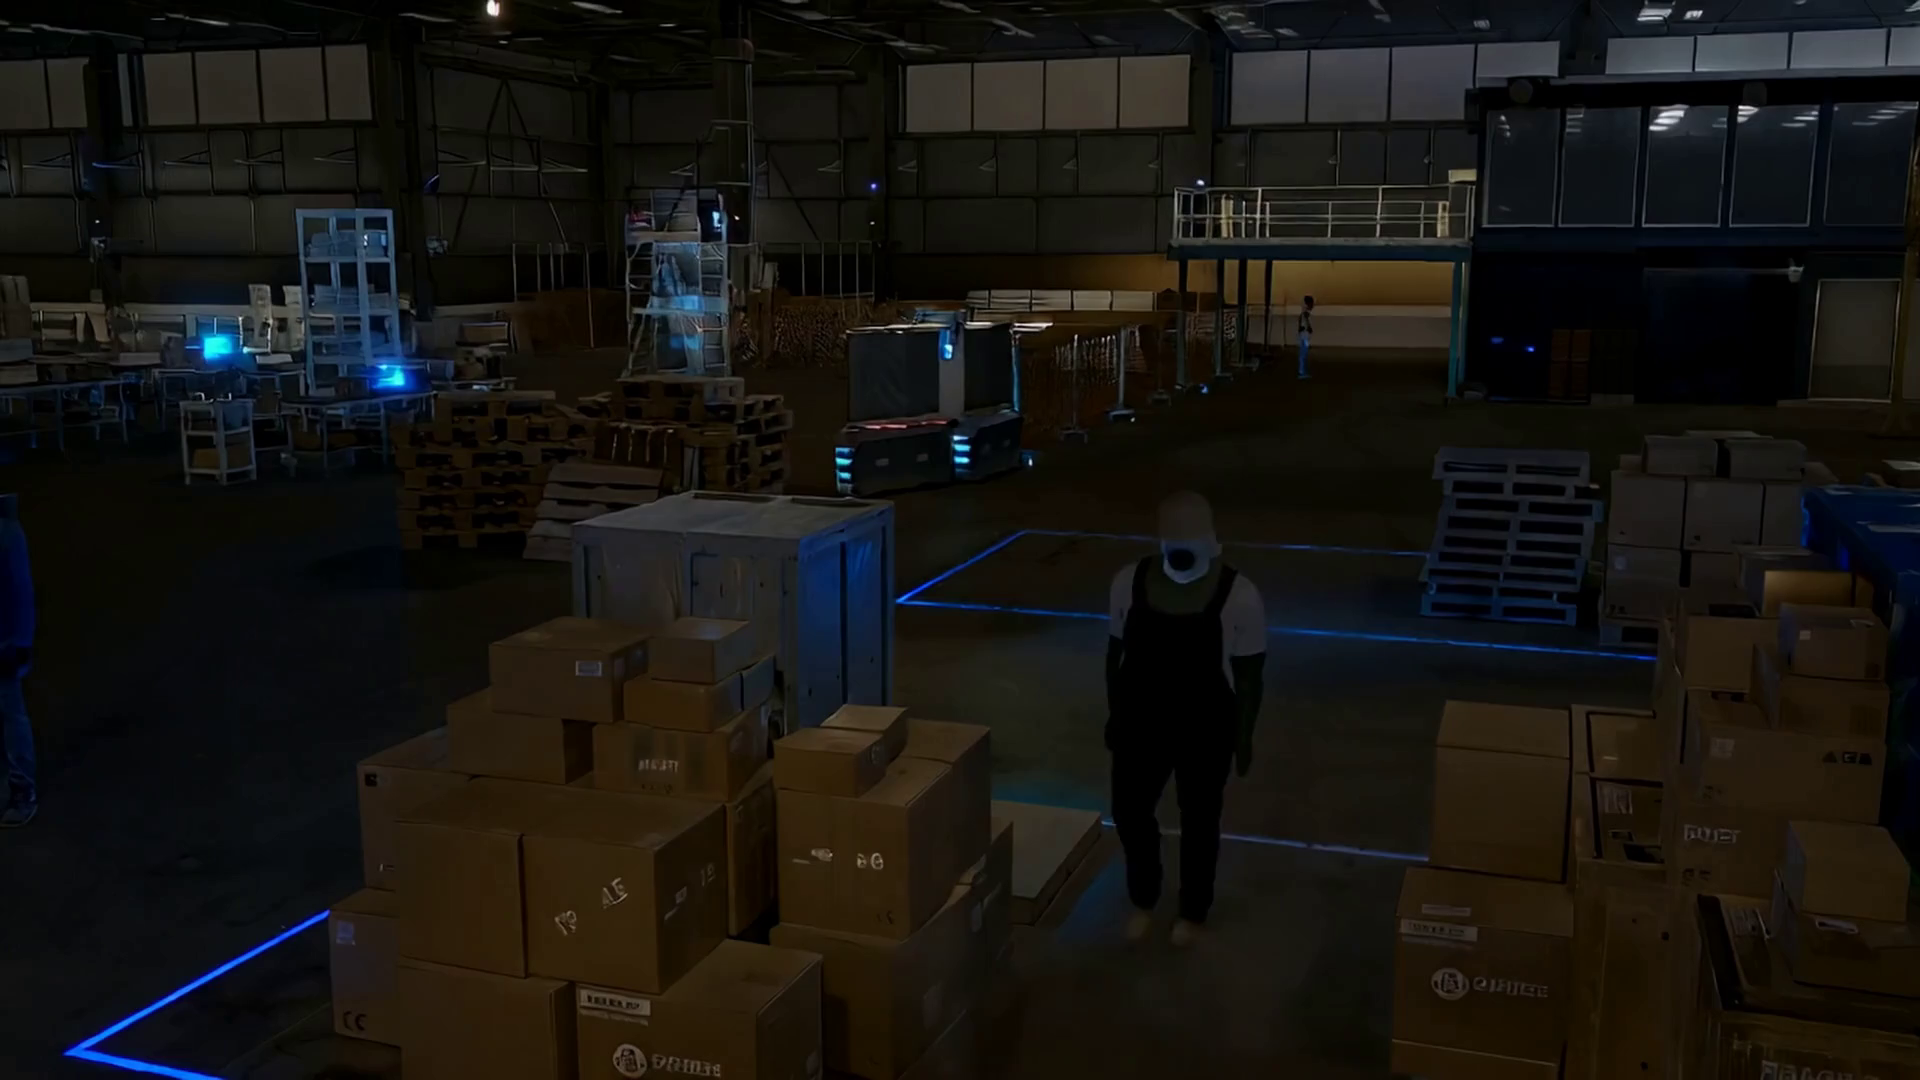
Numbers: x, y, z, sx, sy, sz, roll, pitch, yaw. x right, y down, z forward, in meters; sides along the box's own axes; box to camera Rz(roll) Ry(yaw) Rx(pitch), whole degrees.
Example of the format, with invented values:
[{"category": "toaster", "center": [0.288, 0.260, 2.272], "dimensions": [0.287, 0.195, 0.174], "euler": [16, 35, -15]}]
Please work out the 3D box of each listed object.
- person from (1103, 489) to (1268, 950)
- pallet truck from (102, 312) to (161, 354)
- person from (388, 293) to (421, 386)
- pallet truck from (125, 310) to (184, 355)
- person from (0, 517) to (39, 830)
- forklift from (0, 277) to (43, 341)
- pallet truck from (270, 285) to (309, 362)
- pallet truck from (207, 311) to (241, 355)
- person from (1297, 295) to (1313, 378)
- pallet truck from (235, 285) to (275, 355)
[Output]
[{"category": "person", "center": [0.940, 0.766, 7.123], "dimensions": [0.711, 2.000, 0.536], "euler": [4, 11, 21]}, {"category": "pallet truck", "center": [-23.057, -5.777, 46.261], "dimensions": [0.680, 1.201, 1.601], "euler": [3, 11, 19]}, {"category": "person", "center": [-11.852, -4.274, 35.591], "dimensions": [0.640, 2.012, 0.807], "euler": [0, 10, -1]}, {"category": "pallet truck", "center": [-22.038, -5.665, 45.457], "dimensions": [0.704, 1.261, 1.522], "euler": [3, 11, 17]}, {"category": "person", "center": [-5.116, 0.521, 8.634], "dimensions": [0.622, 1.994, 0.381], "euler": [1, 10, 4]}, {"category": "forklift", "center": [-27.151, -6.329, 46.328], "dimensions": [1.157, 1.987, 2.680], "euler": [3, 11, 17]}, {"category": "pallet truck", "center": [-17.147, -5.700, 43.663], "dimensions": [0.823, 1.965, 1.885], "euler": [3, 11, 17]}, {"category": "pallet truck", "center": [-19.537, -5.575, 44.913], "dimensions": [0.653, 1.274, 1.630], "euler": [3, 11, 19]}, {"category": "person", "center": [7.891, -4.634, 37.972], "dimensions": [0.355, 1.886, 0.572], "euler": [5, 11, 25]}, {"category": "pallet truck", "center": [-18.327, -5.835, 44.421], "dimensions": [0.823, 1.965, 1.885], "euler": [4, 11, 23]}]
